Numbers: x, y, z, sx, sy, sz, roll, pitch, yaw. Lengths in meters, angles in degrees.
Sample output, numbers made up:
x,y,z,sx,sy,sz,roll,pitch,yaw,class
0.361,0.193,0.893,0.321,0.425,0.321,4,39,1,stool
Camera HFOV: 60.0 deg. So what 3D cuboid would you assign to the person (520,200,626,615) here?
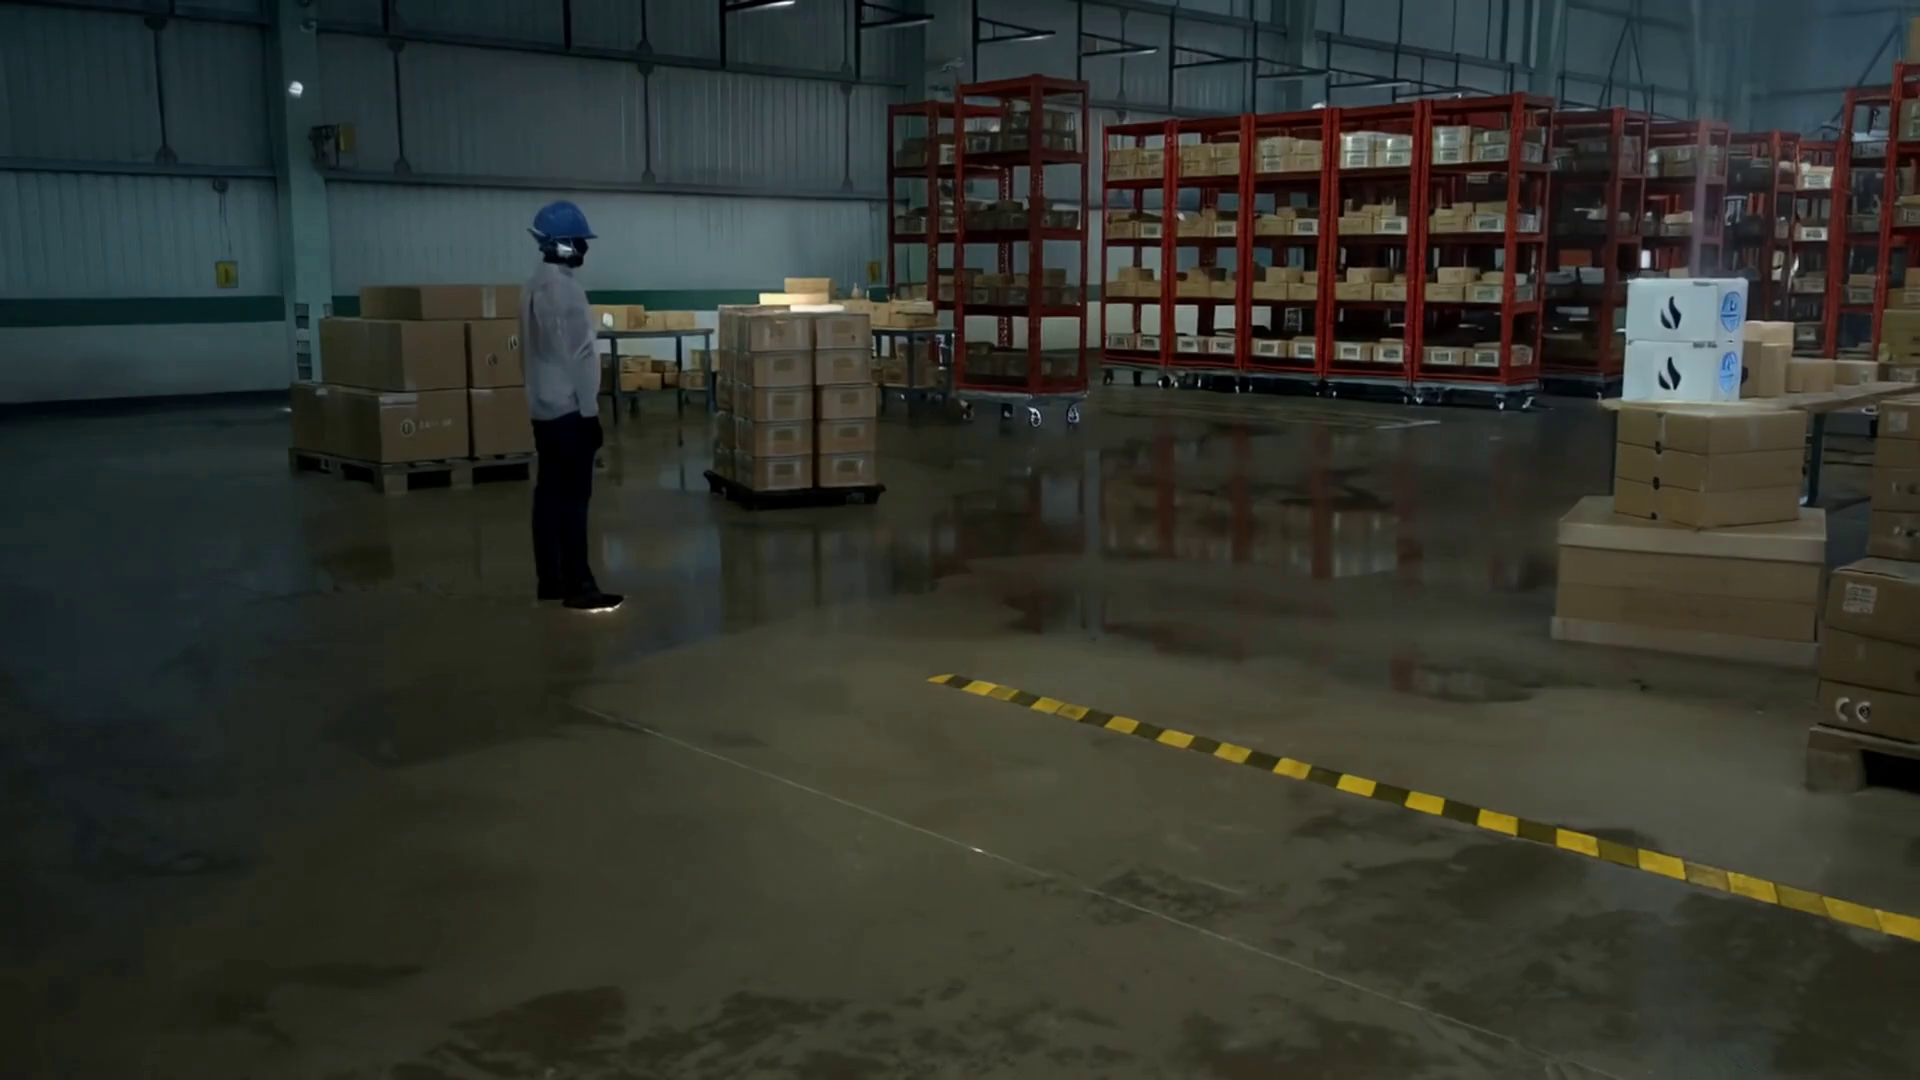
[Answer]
x,y,z,sx,sy,sz,roll,pitch,yaw,class
-1.915,-0.635,8.090,0.378,1.994,0.612,-8,12,-38,person
